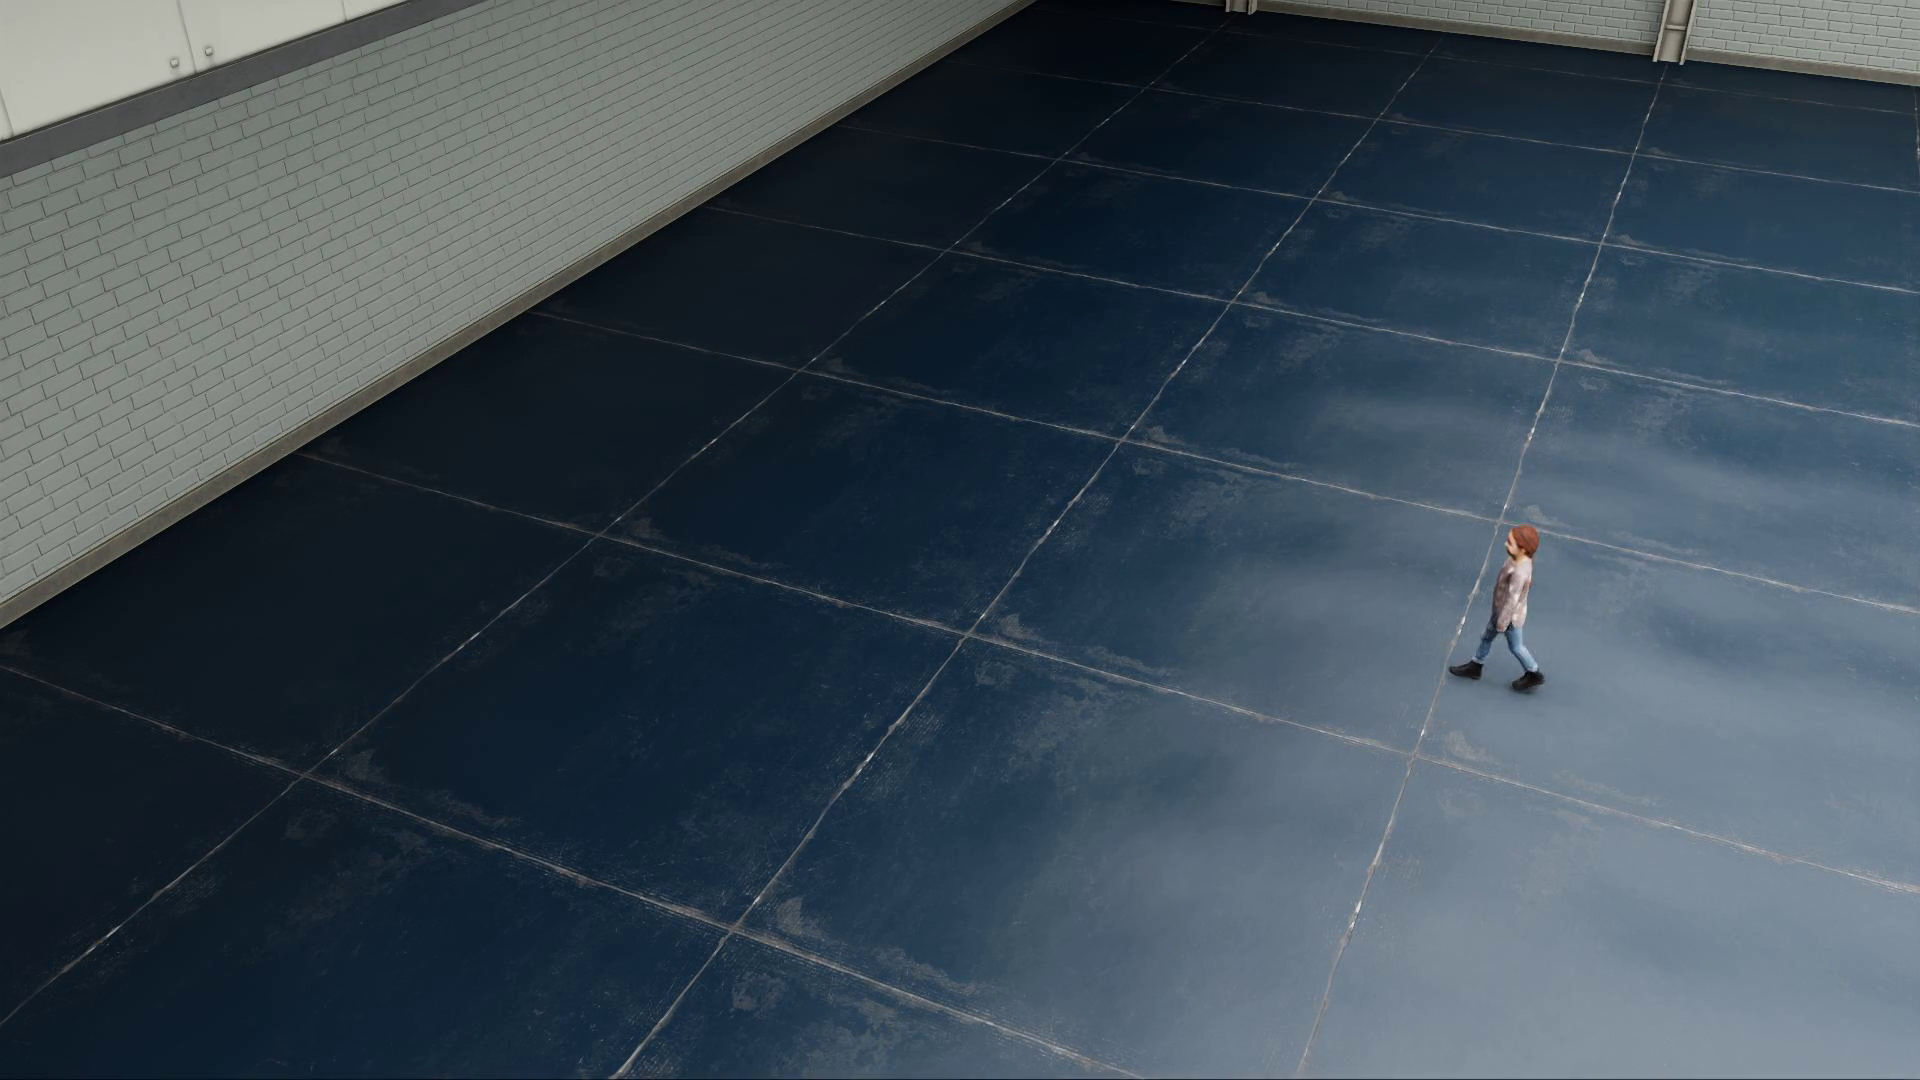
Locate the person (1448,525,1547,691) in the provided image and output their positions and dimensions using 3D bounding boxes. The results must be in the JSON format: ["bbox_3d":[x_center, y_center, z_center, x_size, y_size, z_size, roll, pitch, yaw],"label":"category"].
[{"bbox_3d":[3.496,0.446,10.406,0.854,1.176,0.593,7,33,11],"label":"person"}]
